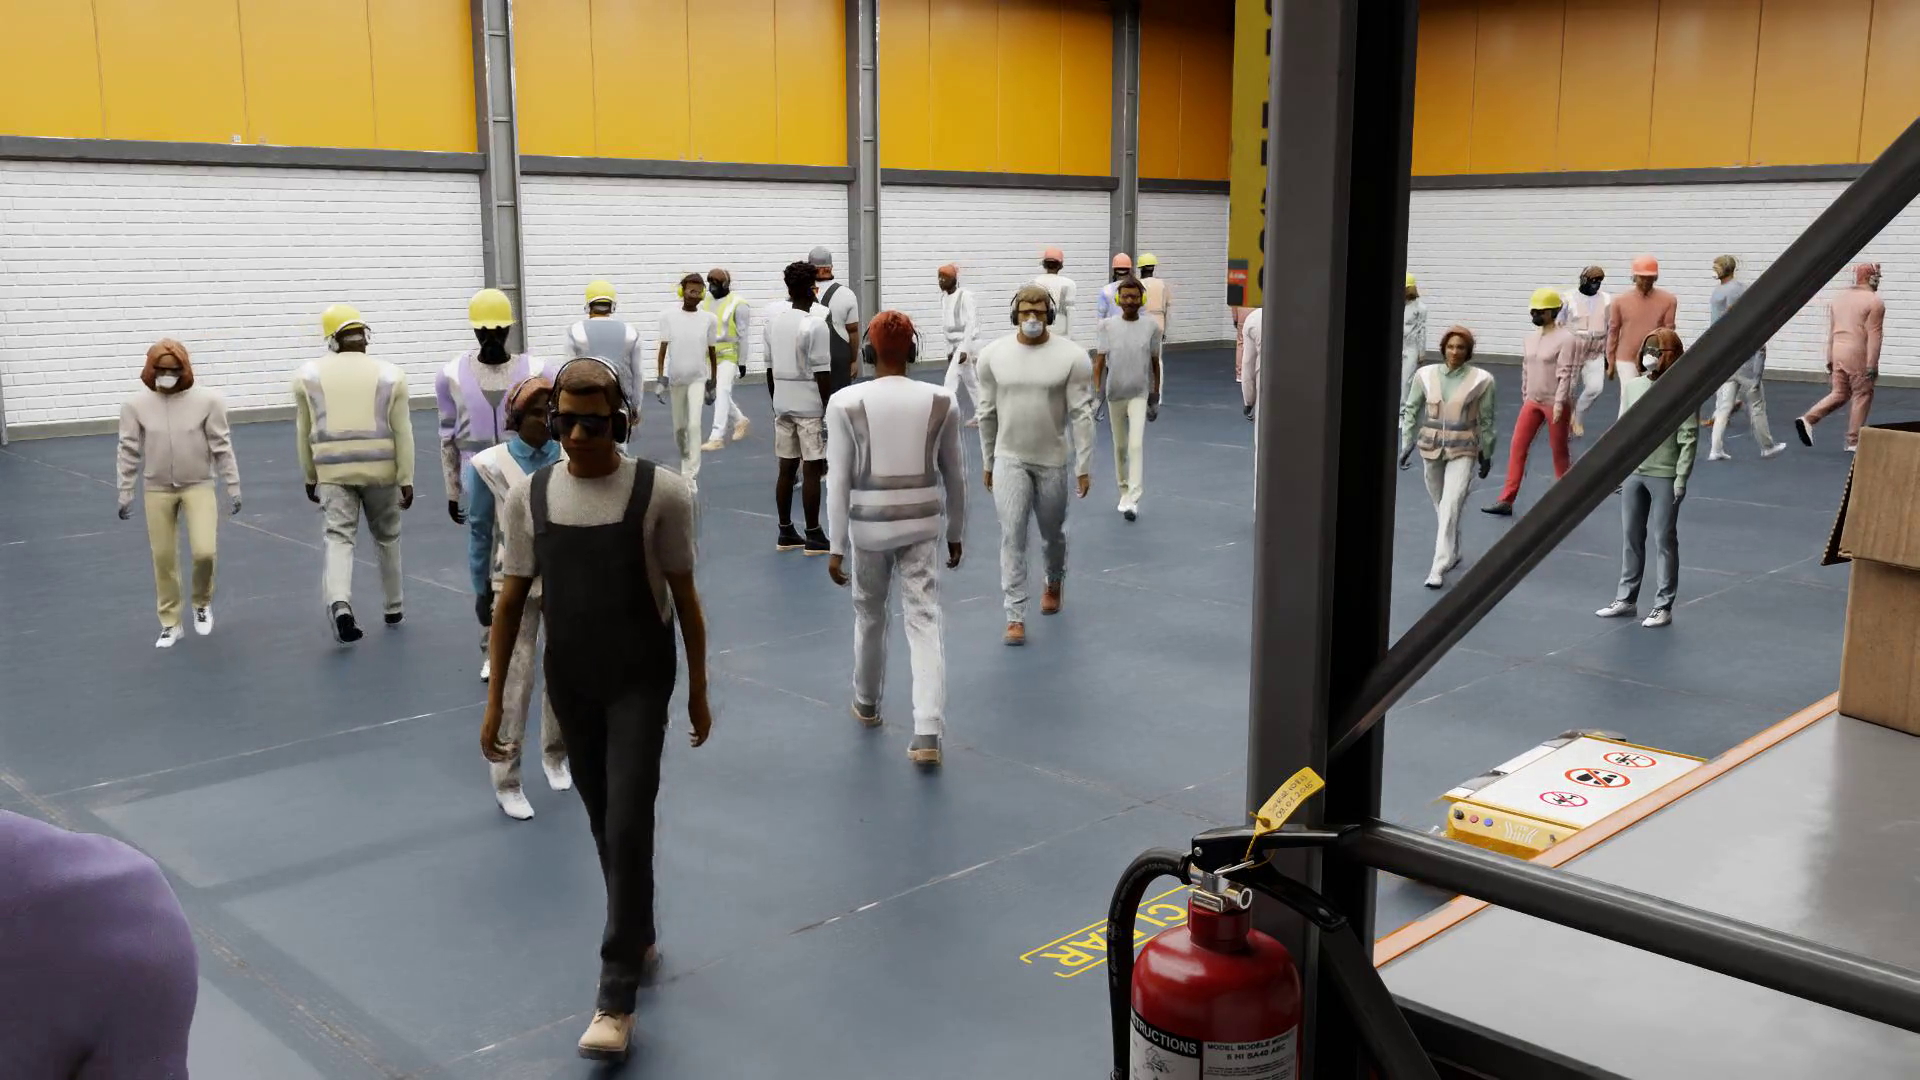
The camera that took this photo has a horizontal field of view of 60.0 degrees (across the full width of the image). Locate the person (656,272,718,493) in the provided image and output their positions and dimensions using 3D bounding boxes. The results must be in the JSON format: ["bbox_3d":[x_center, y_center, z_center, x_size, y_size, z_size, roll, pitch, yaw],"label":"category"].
[{"bbox_3d":[-2.304,-1.350,14.092,0.538,1.833,0.887,-1,10,-6],"label":"person"}]

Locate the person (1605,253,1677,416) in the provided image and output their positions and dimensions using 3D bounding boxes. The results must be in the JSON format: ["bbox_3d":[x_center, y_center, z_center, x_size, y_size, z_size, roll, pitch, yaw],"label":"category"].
[{"bbox_3d":[6.437,-1.732,15.788,0.610,1.966,0.645,2,11,10],"label":"person"}]

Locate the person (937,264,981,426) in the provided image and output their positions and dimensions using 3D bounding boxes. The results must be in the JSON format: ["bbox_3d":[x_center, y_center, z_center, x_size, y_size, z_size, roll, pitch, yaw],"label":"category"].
[{"bbox_3d":[-0.061,-2.105,18.281,1.045,1.799,0.589,-5,12,-27],"label":"person"}]

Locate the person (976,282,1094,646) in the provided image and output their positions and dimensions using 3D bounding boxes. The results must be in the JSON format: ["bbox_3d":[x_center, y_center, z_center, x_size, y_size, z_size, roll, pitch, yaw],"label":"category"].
[{"bbox_3d":[0.406,-0.446,8.992,0.632,1.896,0.987,1,10,8],"label":"person"}]

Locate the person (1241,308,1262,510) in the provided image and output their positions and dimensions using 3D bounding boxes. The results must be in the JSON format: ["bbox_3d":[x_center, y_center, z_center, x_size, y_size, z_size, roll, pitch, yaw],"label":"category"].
[{"bbox_3d":[2.382,-1.030,12.130,0.652,1.906,0.403,4,11,21],"label":"person"}]

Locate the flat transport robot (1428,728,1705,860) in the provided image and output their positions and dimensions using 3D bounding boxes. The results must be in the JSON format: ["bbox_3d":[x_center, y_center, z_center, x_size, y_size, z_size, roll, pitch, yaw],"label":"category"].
[{"bbox_3d":[2.200,0.945,5.822,0.652,0.197,1.431,10,14,42],"label":"flat transport robot"}]

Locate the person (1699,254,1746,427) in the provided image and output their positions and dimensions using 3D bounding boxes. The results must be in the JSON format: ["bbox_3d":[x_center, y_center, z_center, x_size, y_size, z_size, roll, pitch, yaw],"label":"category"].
[{"bbox_3d":[8.473,-2.197,18.436,0.461,1.924,0.639,1,10,6],"label":"person"}]

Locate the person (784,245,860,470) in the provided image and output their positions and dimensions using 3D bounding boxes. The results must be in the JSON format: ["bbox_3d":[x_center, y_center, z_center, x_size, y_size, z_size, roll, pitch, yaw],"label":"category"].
[{"bbox_3d":[-1.253,-1.657,15.178,0.684,2.000,0.538,0,10,-1],"label":"person"}]

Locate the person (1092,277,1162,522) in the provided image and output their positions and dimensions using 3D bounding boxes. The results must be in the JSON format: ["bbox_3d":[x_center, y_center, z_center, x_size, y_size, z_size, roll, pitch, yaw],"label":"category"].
[{"bbox_3d":[1.259,-1.066,12.560,0.505,1.817,0.991,2,11,11],"label":"person"}]

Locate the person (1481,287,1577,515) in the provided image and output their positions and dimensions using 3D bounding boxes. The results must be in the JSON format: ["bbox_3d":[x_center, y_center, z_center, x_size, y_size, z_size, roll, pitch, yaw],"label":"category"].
[{"bbox_3d":[4.329,-1.012,12.481,0.808,1.732,0.541,-6,12,-29],"label":"person"}]

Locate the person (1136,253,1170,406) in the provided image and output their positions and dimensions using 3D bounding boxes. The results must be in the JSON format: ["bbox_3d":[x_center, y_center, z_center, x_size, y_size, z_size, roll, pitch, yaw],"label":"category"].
[{"bbox_3d":[2.332,-2.662,21.044,0.609,1.900,0.822,-4,11,-19],"label":"person"}]

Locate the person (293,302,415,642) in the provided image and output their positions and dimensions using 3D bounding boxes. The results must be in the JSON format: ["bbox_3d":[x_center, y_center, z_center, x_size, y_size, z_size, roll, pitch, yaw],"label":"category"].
[{"bbox_3d":[-3.176,-0.350,8.751,0.597,1.794,0.776,-3,11,-15],"label":"person"}]

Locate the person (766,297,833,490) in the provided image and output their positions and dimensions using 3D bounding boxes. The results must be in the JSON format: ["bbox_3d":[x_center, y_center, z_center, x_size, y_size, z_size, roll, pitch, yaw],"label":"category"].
[{"bbox_3d":[-1.329,-1.386,14.183,0.588,1.871,0.944,2,11,10],"label":"person"}]

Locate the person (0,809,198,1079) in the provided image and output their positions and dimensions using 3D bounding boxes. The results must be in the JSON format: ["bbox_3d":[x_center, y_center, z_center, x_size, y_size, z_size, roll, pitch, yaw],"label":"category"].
[{"bbox_3d":[-1.040,0.884,1.650,0.642,1.910,0.732,-3,11,-16],"label":"person"}]

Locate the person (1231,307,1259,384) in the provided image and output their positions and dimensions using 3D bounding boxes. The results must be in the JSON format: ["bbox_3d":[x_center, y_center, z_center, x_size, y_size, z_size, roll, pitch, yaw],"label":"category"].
[{"bbox_3d":[4.223,-3.205,24.001,0.643,1.905,0.400,10,14,44],"label":"person"}]

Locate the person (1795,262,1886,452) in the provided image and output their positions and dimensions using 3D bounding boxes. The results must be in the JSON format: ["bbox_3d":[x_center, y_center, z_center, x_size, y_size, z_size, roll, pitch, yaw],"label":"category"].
[{"bbox_3d":[8.710,-1.786,16.341,0.715,1.883,0.662,-2,11,-9],"label":"person"}]

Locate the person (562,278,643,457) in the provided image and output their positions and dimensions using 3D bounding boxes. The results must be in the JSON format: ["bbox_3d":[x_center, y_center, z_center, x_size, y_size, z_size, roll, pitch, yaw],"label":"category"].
[{"bbox_3d":[-2.659,-1.017,12.301,0.627,1.812,0.599,-5,12,-25],"label":"person"}]

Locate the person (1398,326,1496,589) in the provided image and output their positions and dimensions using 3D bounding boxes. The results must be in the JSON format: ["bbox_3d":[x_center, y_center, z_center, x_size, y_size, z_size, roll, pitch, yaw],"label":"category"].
[{"bbox_3d":[3.027,-0.531,10.283,0.514,1.586,0.892,7,13,34],"label":"person"}]

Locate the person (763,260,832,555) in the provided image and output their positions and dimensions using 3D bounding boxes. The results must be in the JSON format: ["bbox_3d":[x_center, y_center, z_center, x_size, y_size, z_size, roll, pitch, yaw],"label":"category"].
[{"bbox_3d":[-1.049,-0.880,11.143,0.612,1.965,0.362,10,14,43],"label":"person"}]

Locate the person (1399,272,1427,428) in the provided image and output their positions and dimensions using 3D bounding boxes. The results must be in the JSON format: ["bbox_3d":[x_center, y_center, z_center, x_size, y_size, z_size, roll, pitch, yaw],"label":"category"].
[{"bbox_3d":[4.956,-2.119,18.525,0.500,1.726,0.481,8,13,37],"label":"person"}]

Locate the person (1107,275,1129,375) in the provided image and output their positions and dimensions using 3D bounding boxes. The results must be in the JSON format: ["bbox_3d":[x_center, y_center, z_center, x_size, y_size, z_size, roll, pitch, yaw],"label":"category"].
[{"bbox_3d":[2.114,-2.715,21.964,0.554,1.655,0.825,1,10,7],"label":"person"}]

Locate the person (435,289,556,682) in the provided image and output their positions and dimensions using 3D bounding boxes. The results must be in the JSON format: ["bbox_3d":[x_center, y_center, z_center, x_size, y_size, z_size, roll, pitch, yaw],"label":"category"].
[{"bbox_3d":[-2.271,-0.304,8.264,0.597,1.884,0.991,-2,11,-13],"label":"person"}]

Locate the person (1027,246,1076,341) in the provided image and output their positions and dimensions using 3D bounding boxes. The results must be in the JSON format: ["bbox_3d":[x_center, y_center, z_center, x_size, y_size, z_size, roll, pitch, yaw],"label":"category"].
[{"bbox_3d":[1.083,-2.539,20.084,0.617,2.011,0.957,2,11,11],"label":"person"}]

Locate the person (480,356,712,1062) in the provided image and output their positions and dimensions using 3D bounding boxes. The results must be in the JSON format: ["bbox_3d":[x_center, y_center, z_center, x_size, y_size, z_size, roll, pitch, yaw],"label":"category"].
[{"bbox_3d":[-0.992,0.434,4.391,0.551,1.810,0.857,2,11,11],"label":"person"}]

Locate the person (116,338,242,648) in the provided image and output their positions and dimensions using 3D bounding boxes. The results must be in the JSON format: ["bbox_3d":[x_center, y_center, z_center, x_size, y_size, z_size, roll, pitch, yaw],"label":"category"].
[{"bbox_3d":[-4.033,-0.238,8.598,0.602,1.614,0.390,-3,11,-16],"label":"person"}]

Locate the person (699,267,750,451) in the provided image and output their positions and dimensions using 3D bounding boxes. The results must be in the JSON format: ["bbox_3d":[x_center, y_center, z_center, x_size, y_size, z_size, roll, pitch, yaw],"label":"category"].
[{"bbox_3d":[-2.376,-1.836,16.778,0.641,1.827,0.763,7,13,35],"label":"person"}]

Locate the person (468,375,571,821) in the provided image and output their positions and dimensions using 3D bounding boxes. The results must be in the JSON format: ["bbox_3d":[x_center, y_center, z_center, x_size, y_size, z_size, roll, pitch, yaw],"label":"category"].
[{"bbox_3d":[-1.562,0.192,6.261,0.533,1.618,0.536,-5,12,-27],"label":"person"}]

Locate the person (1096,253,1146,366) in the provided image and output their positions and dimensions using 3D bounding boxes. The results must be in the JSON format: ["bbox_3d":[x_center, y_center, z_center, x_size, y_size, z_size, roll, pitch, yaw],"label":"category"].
[{"bbox_3d":[1.856,-2.345,19.242,0.570,1.924,0.496,0,10,0],"label":"person"}]

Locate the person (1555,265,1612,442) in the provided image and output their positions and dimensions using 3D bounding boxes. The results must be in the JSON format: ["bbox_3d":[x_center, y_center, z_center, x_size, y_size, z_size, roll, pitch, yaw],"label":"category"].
[{"bbox_3d":[6.409,-1.918,17.193,0.718,1.821,0.437,-1,10,-4],"label":"person"}]

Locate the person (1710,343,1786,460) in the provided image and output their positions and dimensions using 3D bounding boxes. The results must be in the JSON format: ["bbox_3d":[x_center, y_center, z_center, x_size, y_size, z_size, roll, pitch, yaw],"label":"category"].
[{"bbox_3d":[7.528,-1.555,15.847,0.830,1.594,0.504,-5,12,-25],"label":"person"}]

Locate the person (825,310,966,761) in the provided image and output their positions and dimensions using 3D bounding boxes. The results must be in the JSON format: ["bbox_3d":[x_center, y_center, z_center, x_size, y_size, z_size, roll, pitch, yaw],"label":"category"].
[{"bbox_3d":[-0.259,-0.033,6.913,0.601,1.832,1.010,-2,11,-13],"label":"person"}]

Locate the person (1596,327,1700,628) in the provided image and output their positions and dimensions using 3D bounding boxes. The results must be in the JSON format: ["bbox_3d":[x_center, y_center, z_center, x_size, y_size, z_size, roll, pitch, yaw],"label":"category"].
[{"bbox_3d":[3.790,-0.345,9.126,0.282,1.636,0.500,-6,12,-29],"label":"person"}]
